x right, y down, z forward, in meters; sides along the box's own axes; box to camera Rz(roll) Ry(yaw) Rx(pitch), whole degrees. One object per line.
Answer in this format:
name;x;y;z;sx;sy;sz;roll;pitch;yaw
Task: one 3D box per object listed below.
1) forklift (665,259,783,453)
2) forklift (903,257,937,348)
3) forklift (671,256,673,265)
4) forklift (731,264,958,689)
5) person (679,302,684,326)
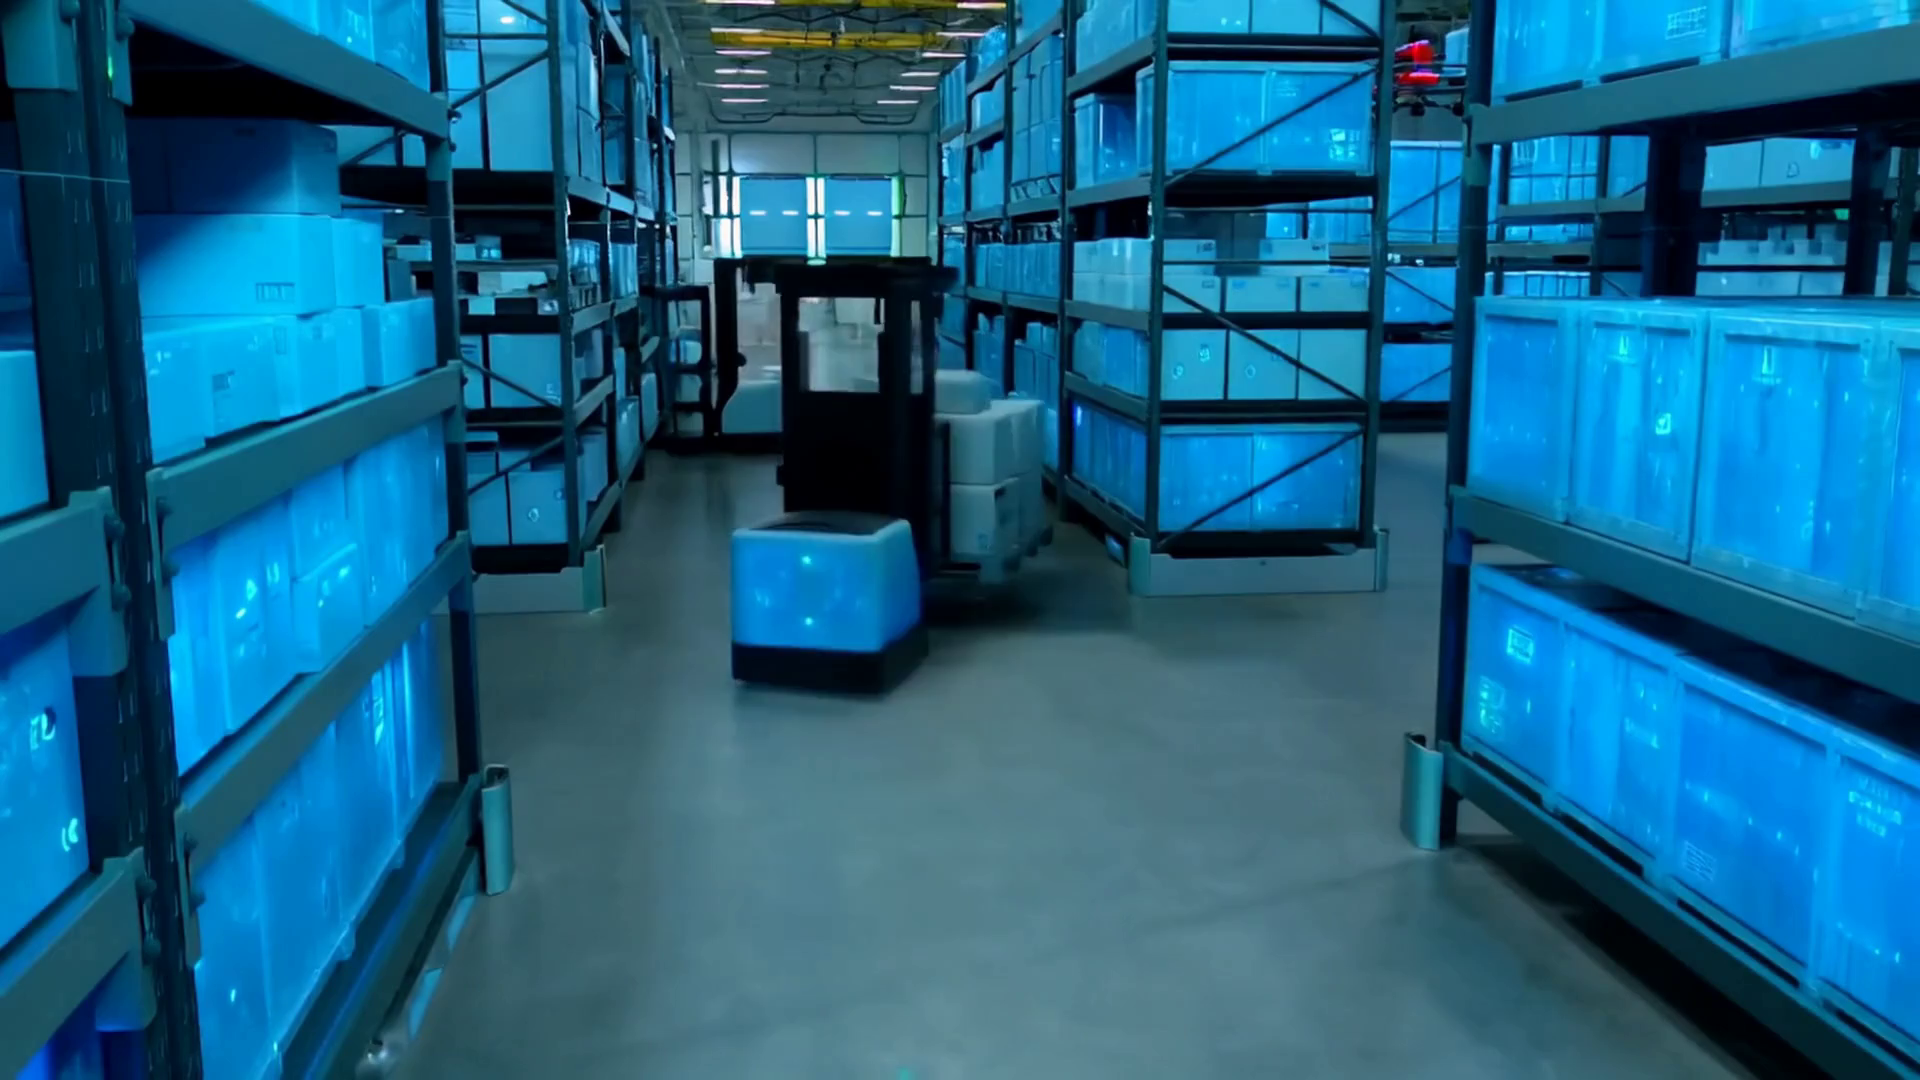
forklift;-3.390;-2.719;24.397;1.873;2.768;1.129;-1;10;-7
forklift;-1.358;-7.151;50.199;1.129;2.768;1.873;2;10;10
forklift;-10.987;-9.066;61.344;1.129;2.768;1.873;-1;10;-7
forklift;-0.798;-0.523;11.611;1.129;2.768;1.873;3;10;15
person;-8.189;-6.118;47.938;0.878;1.591;0.527;2;10;14
